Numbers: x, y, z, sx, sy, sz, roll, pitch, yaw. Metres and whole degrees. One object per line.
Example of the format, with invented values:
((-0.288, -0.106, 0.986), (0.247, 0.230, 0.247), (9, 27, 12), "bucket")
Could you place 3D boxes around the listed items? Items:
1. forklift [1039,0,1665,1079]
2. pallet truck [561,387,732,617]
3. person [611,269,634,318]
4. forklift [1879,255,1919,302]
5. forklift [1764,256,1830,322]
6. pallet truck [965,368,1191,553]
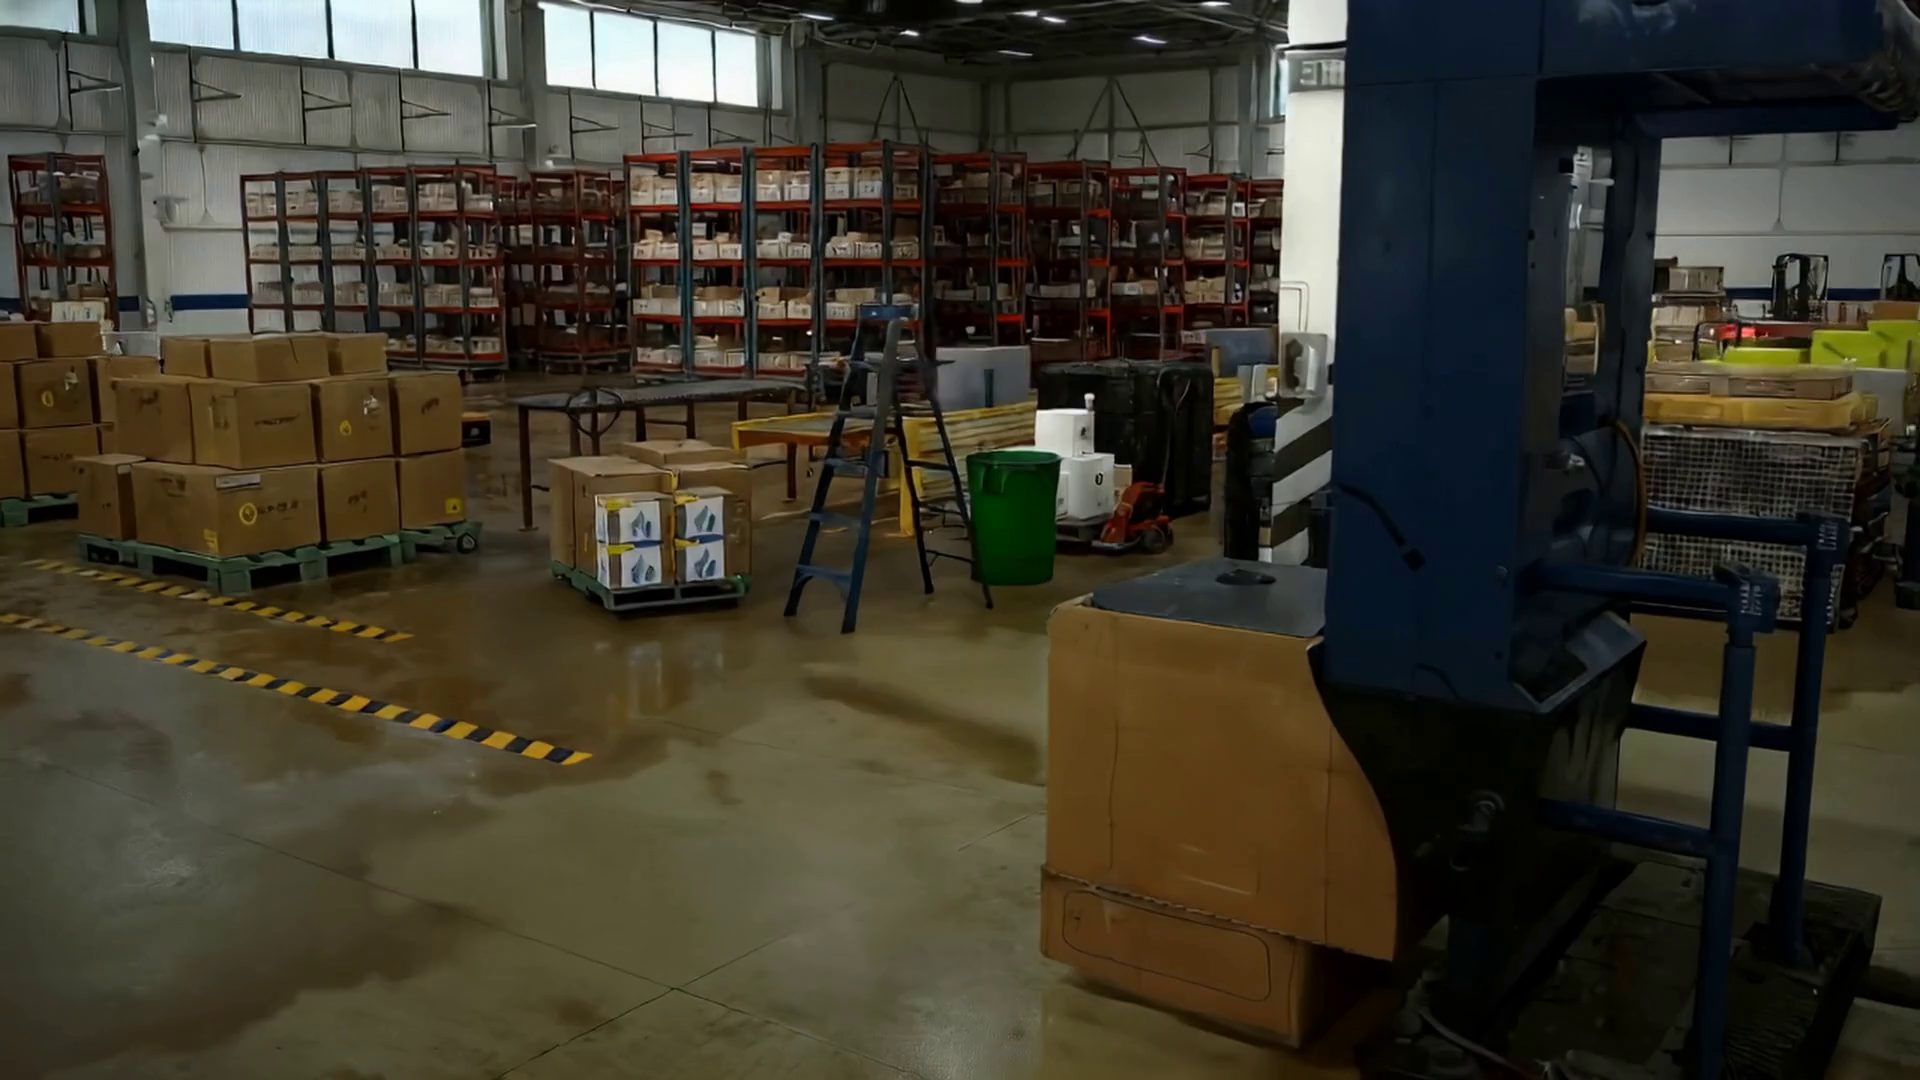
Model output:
((1.249, -0.137, 4.360), (1.873, 2.768, 1.129), (7, 12, 35), "forklift")
((-1.981, -0.274, 10.088), (0.680, 1.201, 1.601), (-5, 11, -28), "pallet truck")
((-8.270, -5.737, 40.821), (0.569, 1.838, 0.386), (-1, 10, -7), "person")
((22.089, -5.634, 38.796), (1.157, 1.987, 2.680), (6, 11, 33), "forklift")
((20.253, -5.854, 40.139), (1.157, 1.987, 2.680), (7, 12, 35), "forklift")
((0.845, -0.609, 11.869), (1.630, 1.274, 0.653), (7, 12, 35), "pallet truck")
